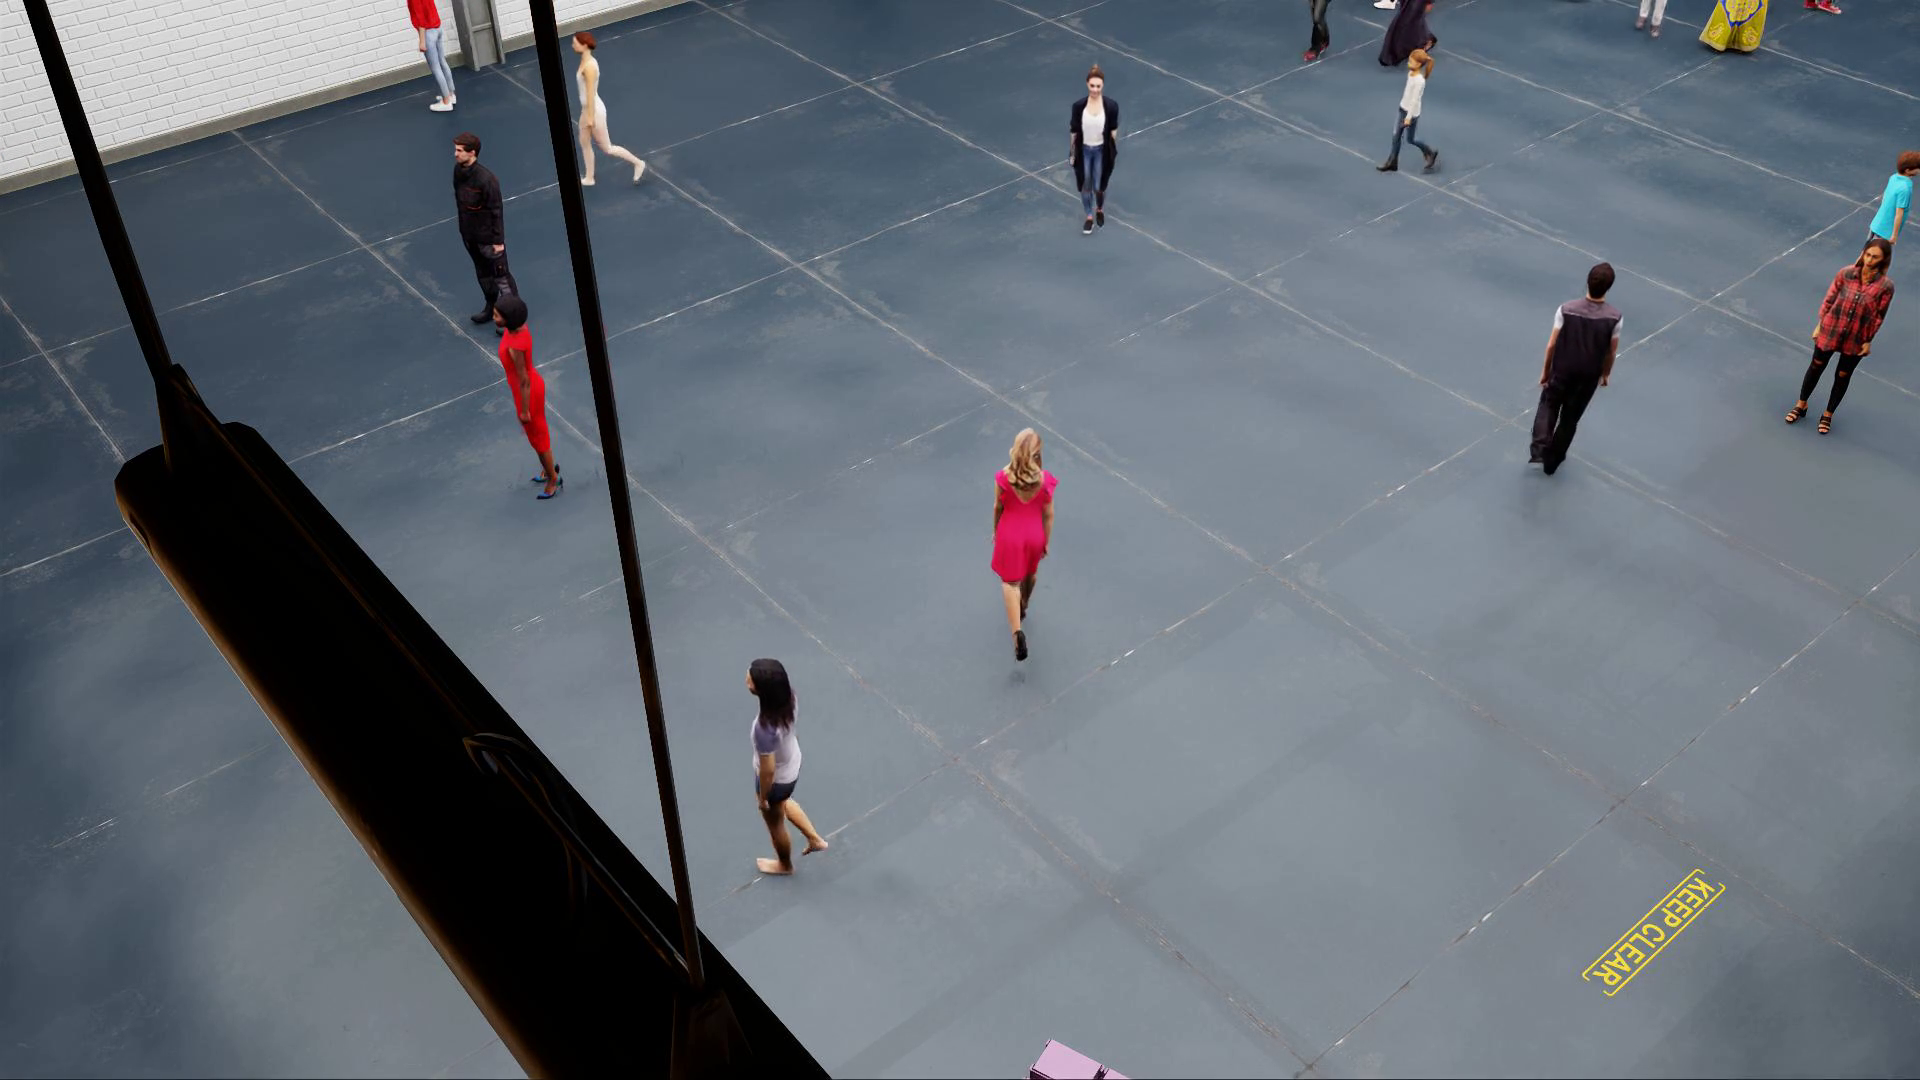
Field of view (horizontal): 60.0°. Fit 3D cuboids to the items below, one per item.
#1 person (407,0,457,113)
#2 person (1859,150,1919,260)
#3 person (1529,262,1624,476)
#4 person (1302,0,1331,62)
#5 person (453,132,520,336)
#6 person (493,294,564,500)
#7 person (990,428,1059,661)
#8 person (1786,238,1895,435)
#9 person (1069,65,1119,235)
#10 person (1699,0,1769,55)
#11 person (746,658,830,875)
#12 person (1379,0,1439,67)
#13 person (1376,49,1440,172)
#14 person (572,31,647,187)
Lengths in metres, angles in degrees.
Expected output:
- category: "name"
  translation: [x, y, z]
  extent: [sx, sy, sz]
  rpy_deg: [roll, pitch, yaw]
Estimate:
- category: "person"
  translation: [-5.796, -5.532, 18.160]
  extent: [0.738, 1.702, 0.684]
  rpy_deg: [2, 39, 3]
- category: "person"
  translation: [8.348, -2.841, 14.994]
  extent: [0.653, 1.449, 0.588]
  rpy_deg: [4, 39, 5]
- category: "person"
  translation: [4.680, -1.237, 12.675]
  extent: [0.791, 1.836, 0.831]
  rpy_deg: [16, 41, 19]
- category: "person"
  translation: [4.249, -6.477, 19.299]
  extent: [0.739, 1.758, 0.873]
  rpy_deg: [22, 44, 25]
- category: "person"
  translation: [-4.140, -2.680, 14.479]
  extent: [0.763, 1.839, 0.637]
  rpy_deg: [27, 46, 30]
- category: "person"
  translation: [-3.254, -1.082, 12.555]
  extent: [0.643, 1.743, 0.648]
  rpy_deg: [-9, 40, -11]
- category: "person"
  translation: [0.410, 0.047, 11.172]
  extent: [0.994, 1.705, 0.980]
  rpy_deg: [-3, 39, -4]
- category: "person"
  translation: [7.070, -1.642, 13.289]
  extent: [0.654, 1.703, 0.608]
  rpy_deg: [27, 46, 30]
- category: "person"
  translation: [1.289, -3.758, 15.962]
  extent: [0.784, 1.674, 0.836]
  rpy_deg: [8, 39, 10]
- category: "person"
  translation: [9.209, -6.528, 19.441]
  extent: [1.003, 1.660, 1.036]
  rpy_deg: [8, 39, 9]
- category: "person"
  translation: [-0.971, 1.338, 9.540]
  extent: [0.823, 1.725, 0.764]
  rpy_deg: [8, 39, 10]
- category: "person"
  translation: [5.333, -6.309, 19.212]
  extent: [1.185, 1.603, 0.777]
  rpy_deg: [-18, 42, -21]
- category: "person"
  translation: [4.667, -4.364, 17.020]
  extent: [0.907, 1.300, 0.743]
  rpy_deg: [-5, 39, -6]
- category: "person"
  translation: [-3.582, -4.286, 16.666]
  extent: [1.047, 1.620, 0.771]
  rpy_deg: [-13, 40, -15]
